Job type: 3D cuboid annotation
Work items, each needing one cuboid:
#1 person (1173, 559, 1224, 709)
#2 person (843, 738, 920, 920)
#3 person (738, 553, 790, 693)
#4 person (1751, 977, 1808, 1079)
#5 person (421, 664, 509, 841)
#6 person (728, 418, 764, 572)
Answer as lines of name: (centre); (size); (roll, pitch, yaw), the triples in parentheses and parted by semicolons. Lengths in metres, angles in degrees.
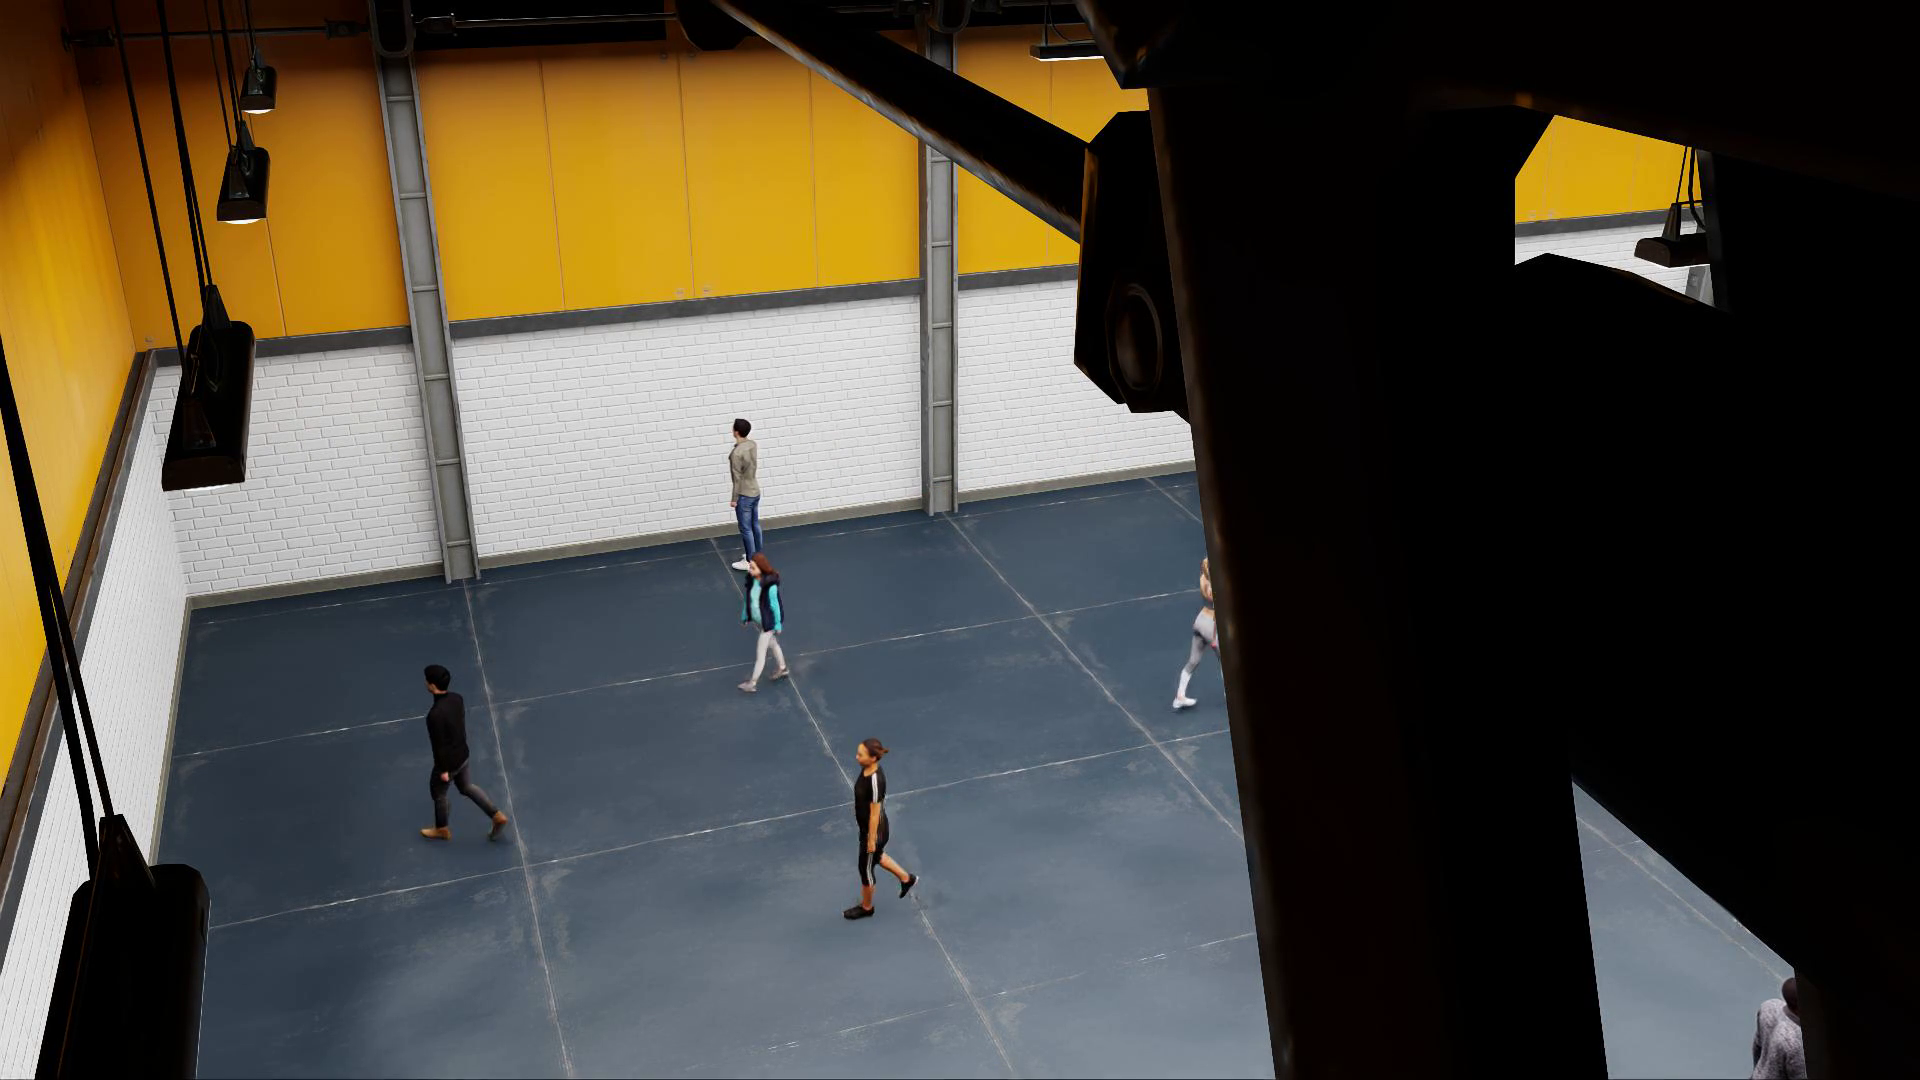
person: (2.395, 0.929, 16.494); (1.143, 1.656, 0.696); (-13, 27, -27)
person: (-0.640, 2.300, 13.360); (0.917, 1.655, 0.698); (-3, 24, -8)
person: (-1.936, 0.806, 17.016); (1.009, 1.464, 0.805); (-21, 31, -39)
person: (5.079, 3.492, 10.405); (0.676, 1.838, 0.758); (0, 24, 0)
person: (-4.317, 1.859, 14.303); (1.150, 1.707, 0.999); (5, 24, 12)
person: (-2.516, -0.543, 19.603); (0.814, 1.864, 0.781); (8, 25, 18)
